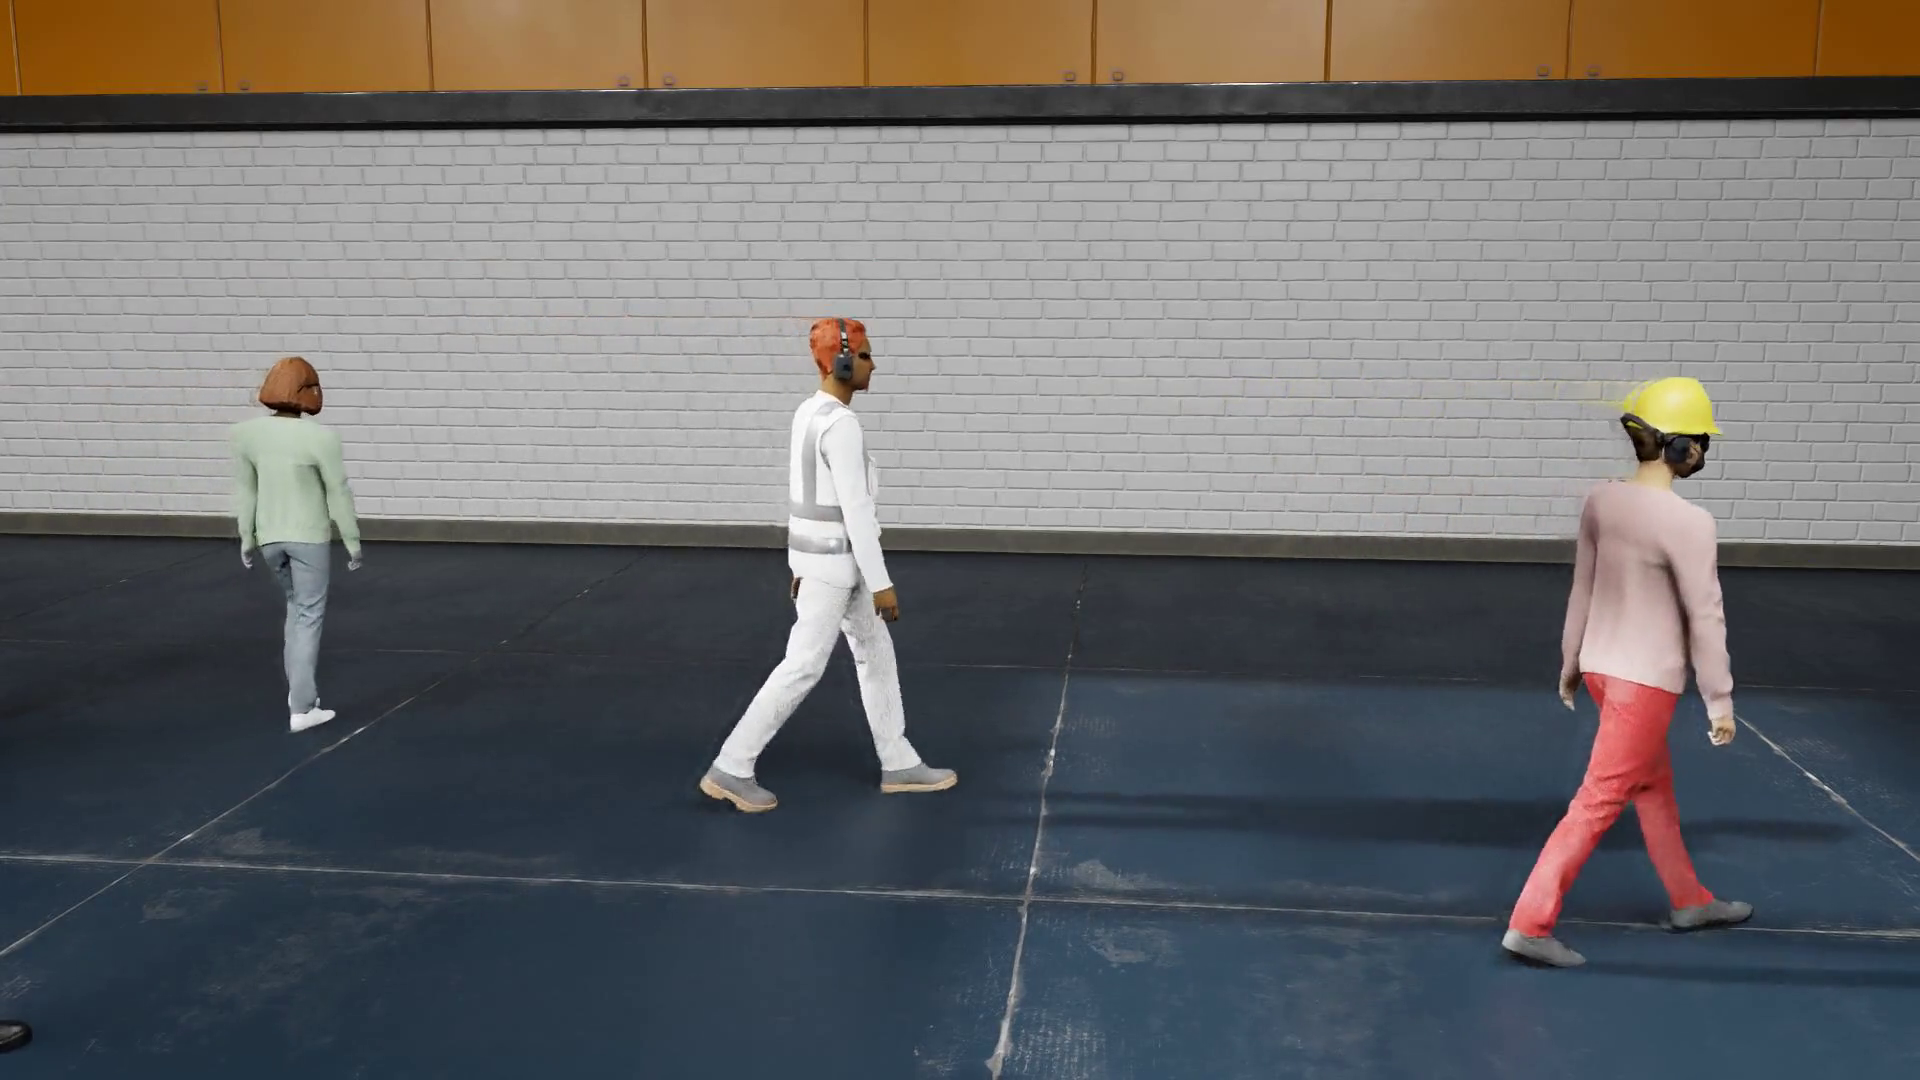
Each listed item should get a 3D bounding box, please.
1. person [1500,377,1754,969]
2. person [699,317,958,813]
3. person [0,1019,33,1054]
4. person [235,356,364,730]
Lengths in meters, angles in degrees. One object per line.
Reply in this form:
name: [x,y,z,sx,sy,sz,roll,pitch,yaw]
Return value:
person: [1.978,0.388,4.826,0.920,1.718,0.547,-2,10,-12]
person: [-0.517,0.099,6.151,0.971,1.843,0.580,-2,10,-12]
person: [-2.795,0.408,4.122,0.674,1.920,0.564,-1,10,-7]
person: [-2.859,0.007,7.286,0.521,1.615,0.501,3,10,15]
